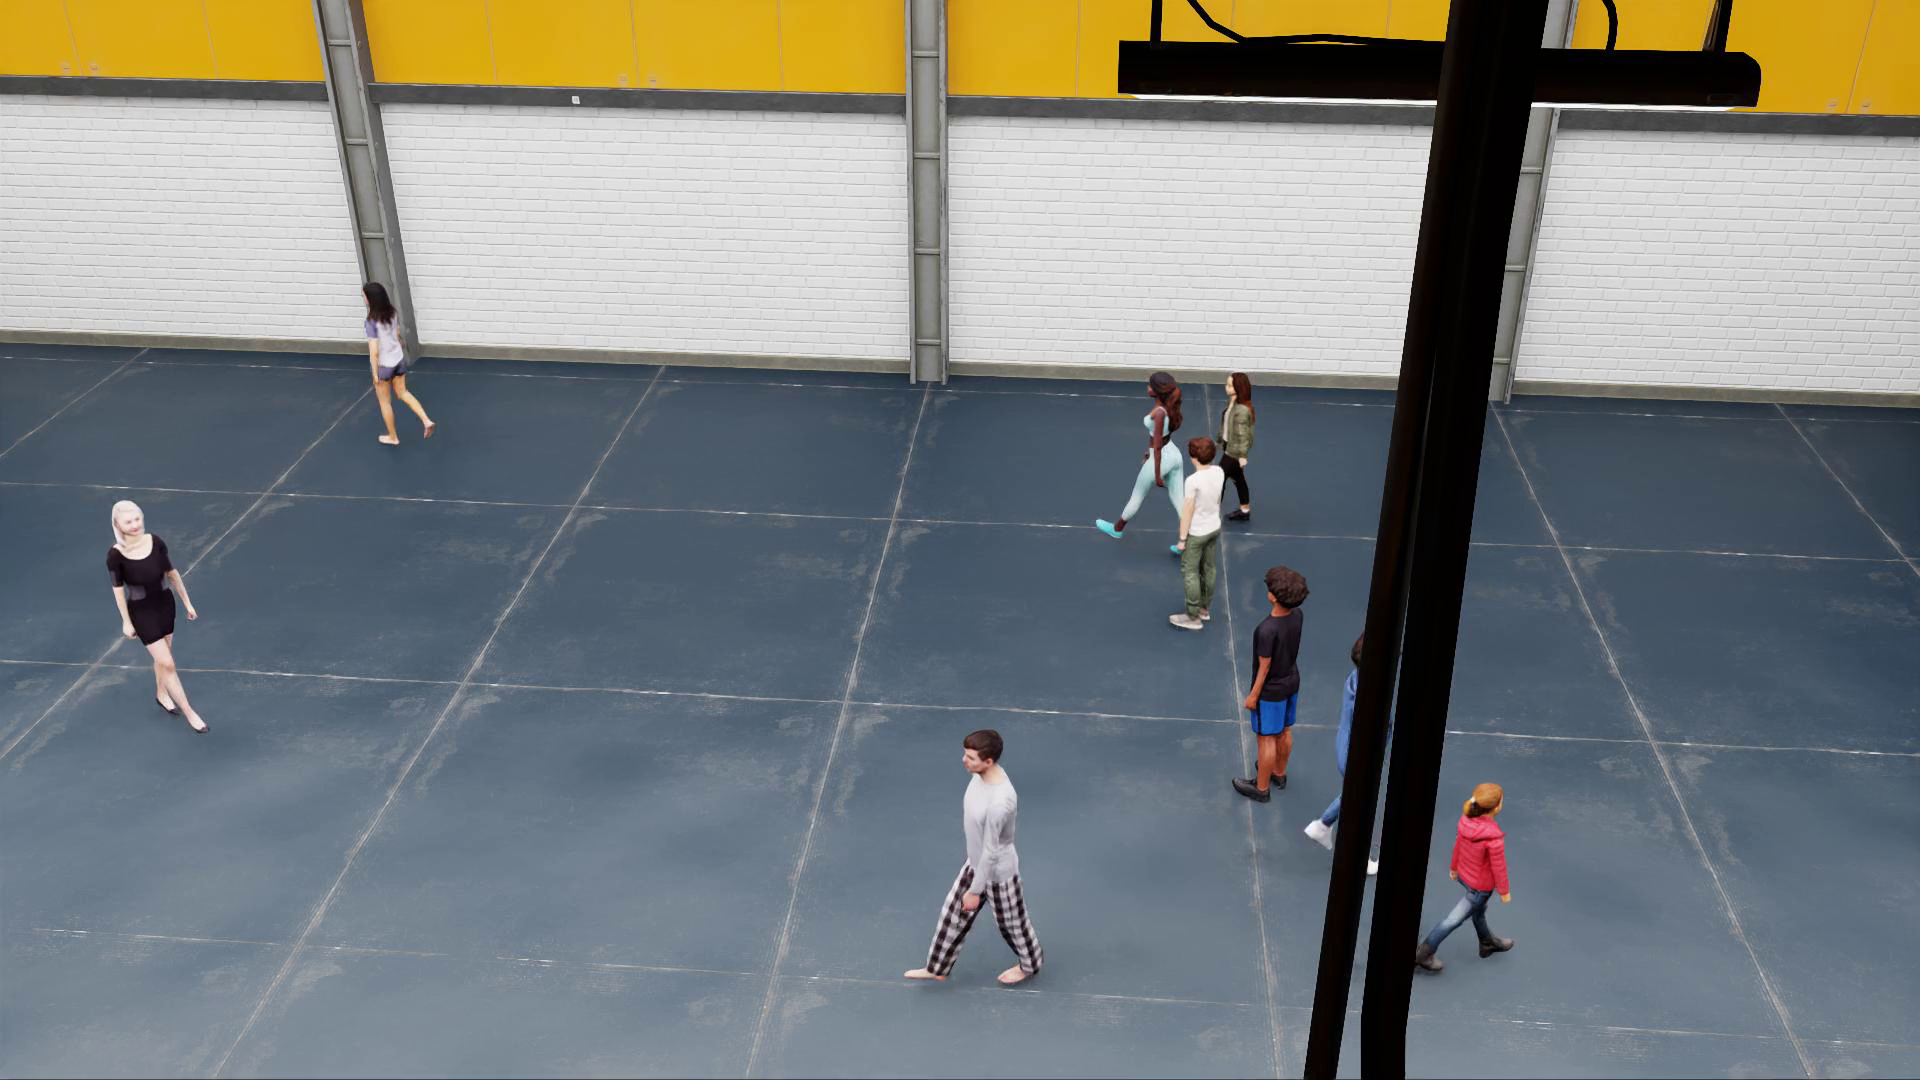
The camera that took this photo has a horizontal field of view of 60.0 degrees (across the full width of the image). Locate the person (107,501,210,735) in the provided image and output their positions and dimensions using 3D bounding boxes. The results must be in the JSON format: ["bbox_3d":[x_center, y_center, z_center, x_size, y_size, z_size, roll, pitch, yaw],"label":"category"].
[{"bbox_3d":[-5.938,0.521,12.135,1.069,1.807,0.886,16,33,27],"label":"person"}]

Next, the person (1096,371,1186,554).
[{"bbox_3d":[1.825,-0.615,14.352,1.211,1.677,0.953,18,33,30],"label":"person"}]

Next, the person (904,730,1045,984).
[{"bbox_3d":[0.274,1.877,9.641,1.169,1.813,0.910,-9,30,-16],"label":"person"}]

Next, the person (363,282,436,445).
[{"bbox_3d":[-5.539,-1.702,16.304,0.963,1.717,0.768,12,31,20],"label":"person"}]

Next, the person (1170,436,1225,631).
[{"bbox_3d":[1.944,-0.063,13.365,0.698,1.653,0.763,-20,35,-32],"label":"person"}]

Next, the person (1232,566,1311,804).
[{"bbox_3d":[2.148,0.977,11.306,0.712,1.800,0.763,-24,37,-37],"label":"person"}]

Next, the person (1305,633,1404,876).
[{"bbox_3d":[2.486,1.361,10.601,0.735,1.800,0.699,0,29,1],"label":"person"}]

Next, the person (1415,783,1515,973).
[{"bbox_3d":[2.988,2.049,9.885,0.987,1.279,0.665,-4,29,-8],"label":"person"}]
